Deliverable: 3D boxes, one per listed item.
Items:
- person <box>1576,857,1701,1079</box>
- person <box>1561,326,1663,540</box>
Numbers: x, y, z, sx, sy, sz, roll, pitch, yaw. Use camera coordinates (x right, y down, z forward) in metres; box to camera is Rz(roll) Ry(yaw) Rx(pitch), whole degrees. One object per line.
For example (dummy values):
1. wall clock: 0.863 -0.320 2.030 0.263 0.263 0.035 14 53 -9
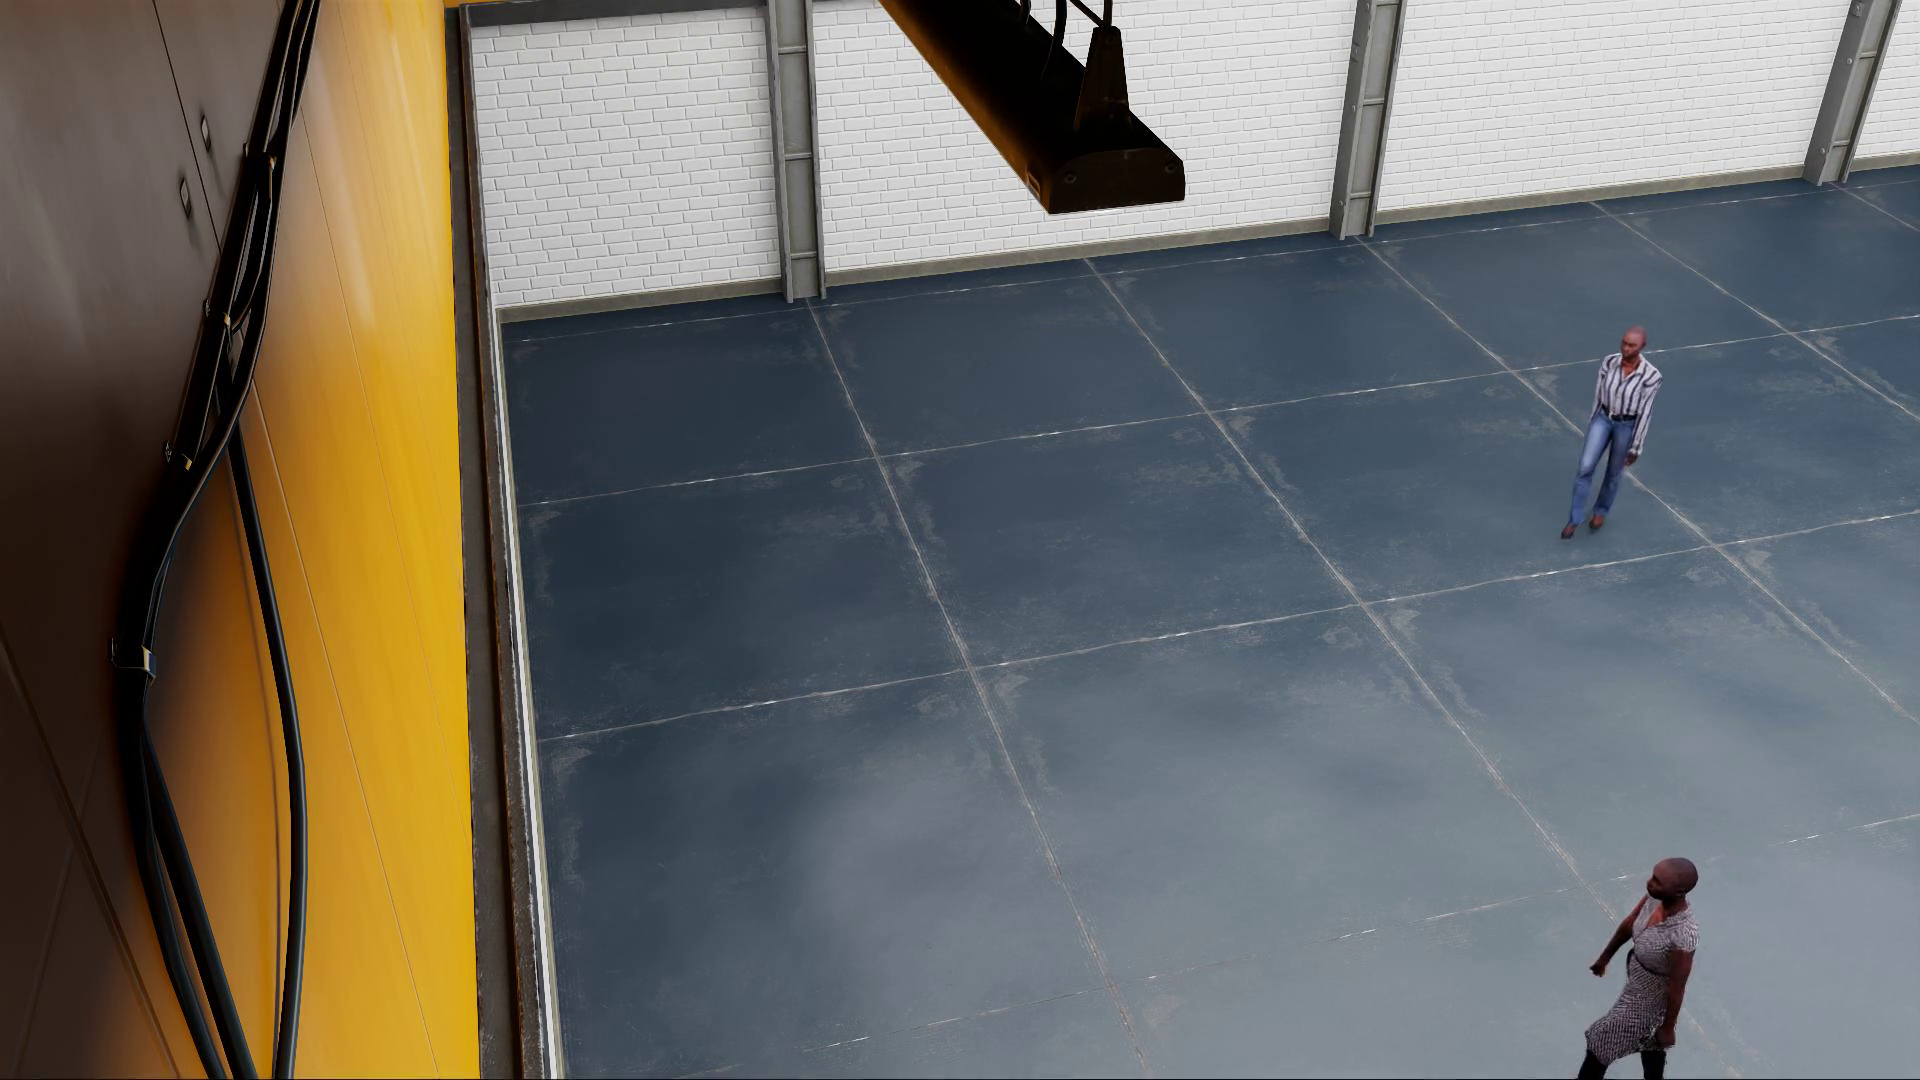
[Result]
1. person: 3.421 2.223 8.061 1.005 1.763 0.817 2 34 3
2. person: 5.032 -0.853 12.681 0.880 1.772 0.961 22 40 30
